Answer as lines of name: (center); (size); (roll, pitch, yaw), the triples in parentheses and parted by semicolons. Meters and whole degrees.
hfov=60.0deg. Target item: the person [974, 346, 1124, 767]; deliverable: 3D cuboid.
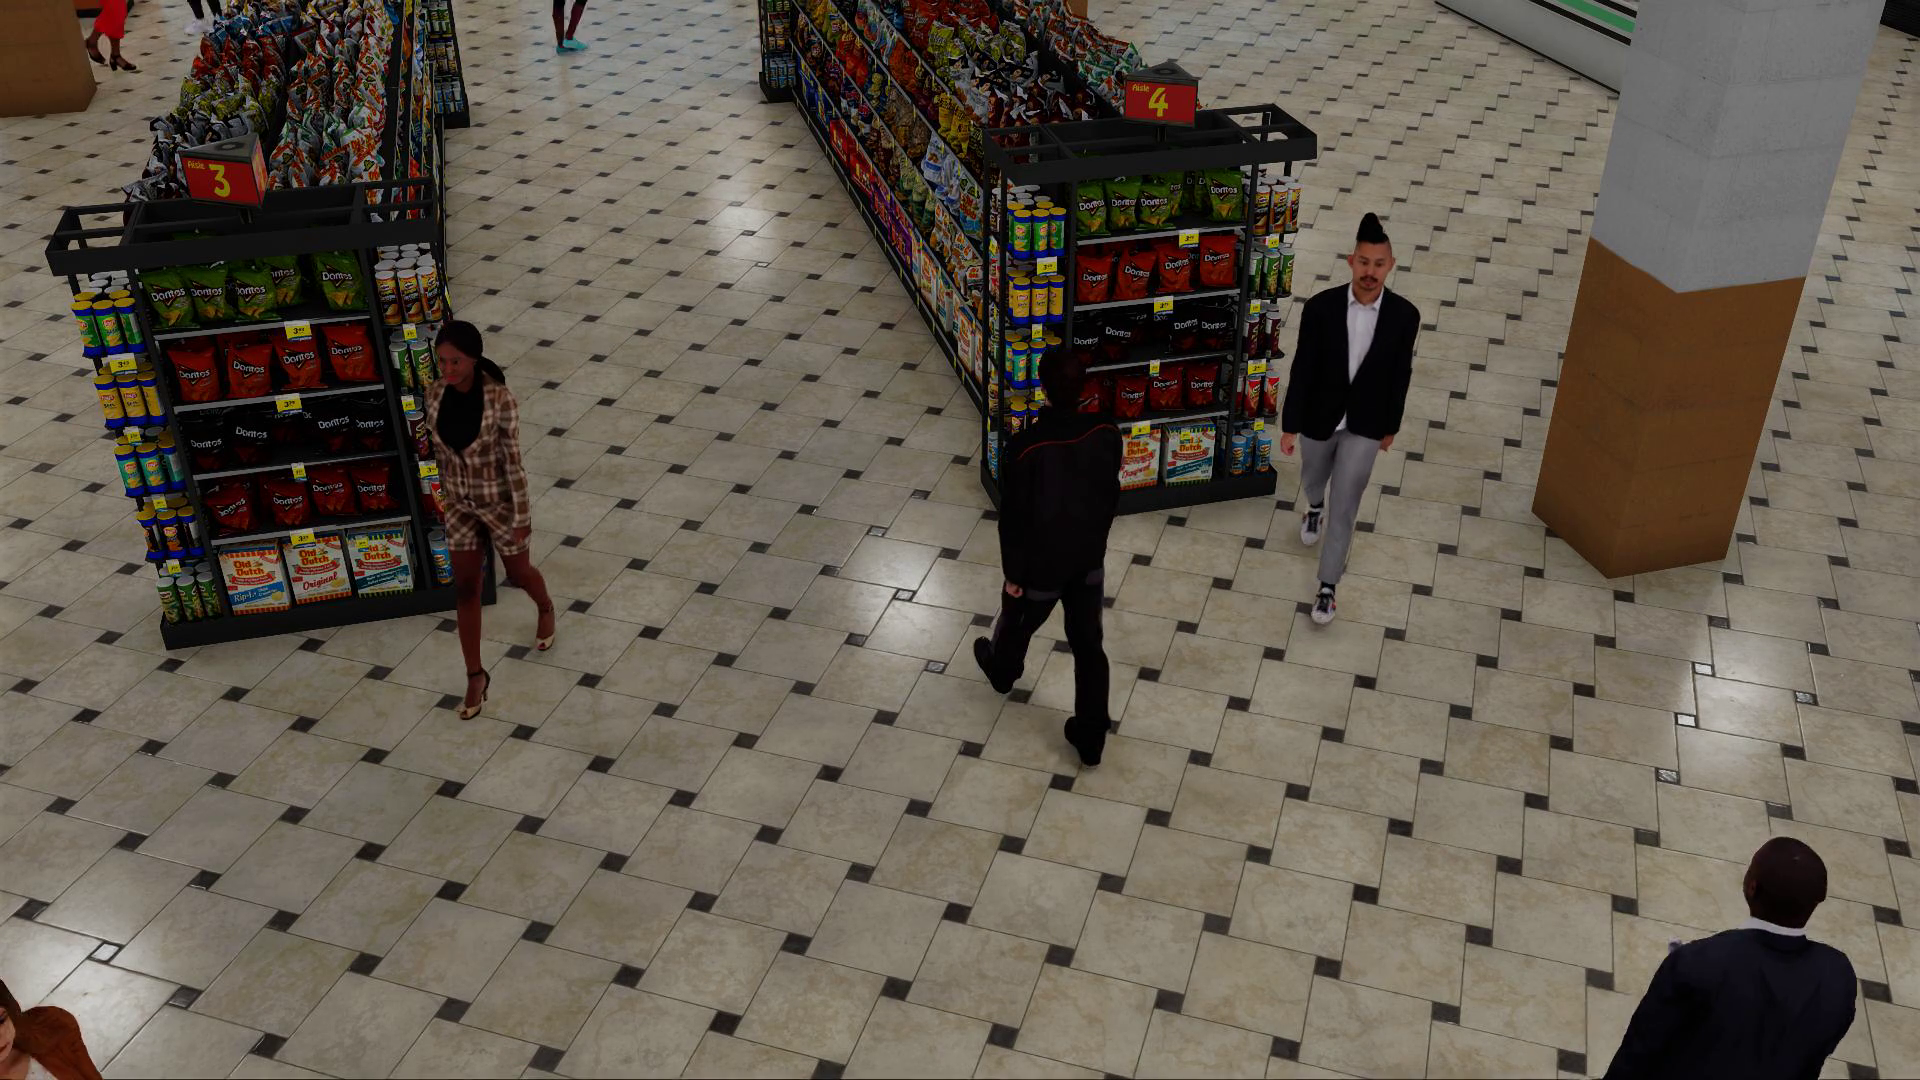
person: (0.442, 0.131, 6.775); (0.830, 1.795, 1.125); (-13, 34, -20)

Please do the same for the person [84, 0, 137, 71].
person: (-8.076, -5.213, 15.381); (0.742, 1.777, 0.766); (-1, 32, -2)

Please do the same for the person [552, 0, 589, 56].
person: (-3.920, -5.496, 15.897); (0.720, 1.713, 0.660); (-21, 38, -30)

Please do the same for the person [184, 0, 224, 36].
person: (-7.608, -5.899, 16.628); (0.737, 1.624, 0.664); (-17, 36, -25)

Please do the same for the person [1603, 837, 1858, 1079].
person: (1.944, 1.562, 4.466); (0.838, 1.804, 0.828); (3, 32, 5)

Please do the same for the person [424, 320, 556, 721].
person: (-2.013, -0.145, 7.254); (0.879, 1.757, 1.081); (7, 32, 10)

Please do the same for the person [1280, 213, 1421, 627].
person: (1.810, -0.635, 7.891); (1.113, 1.917, 1.341); (8, 33, 13)
